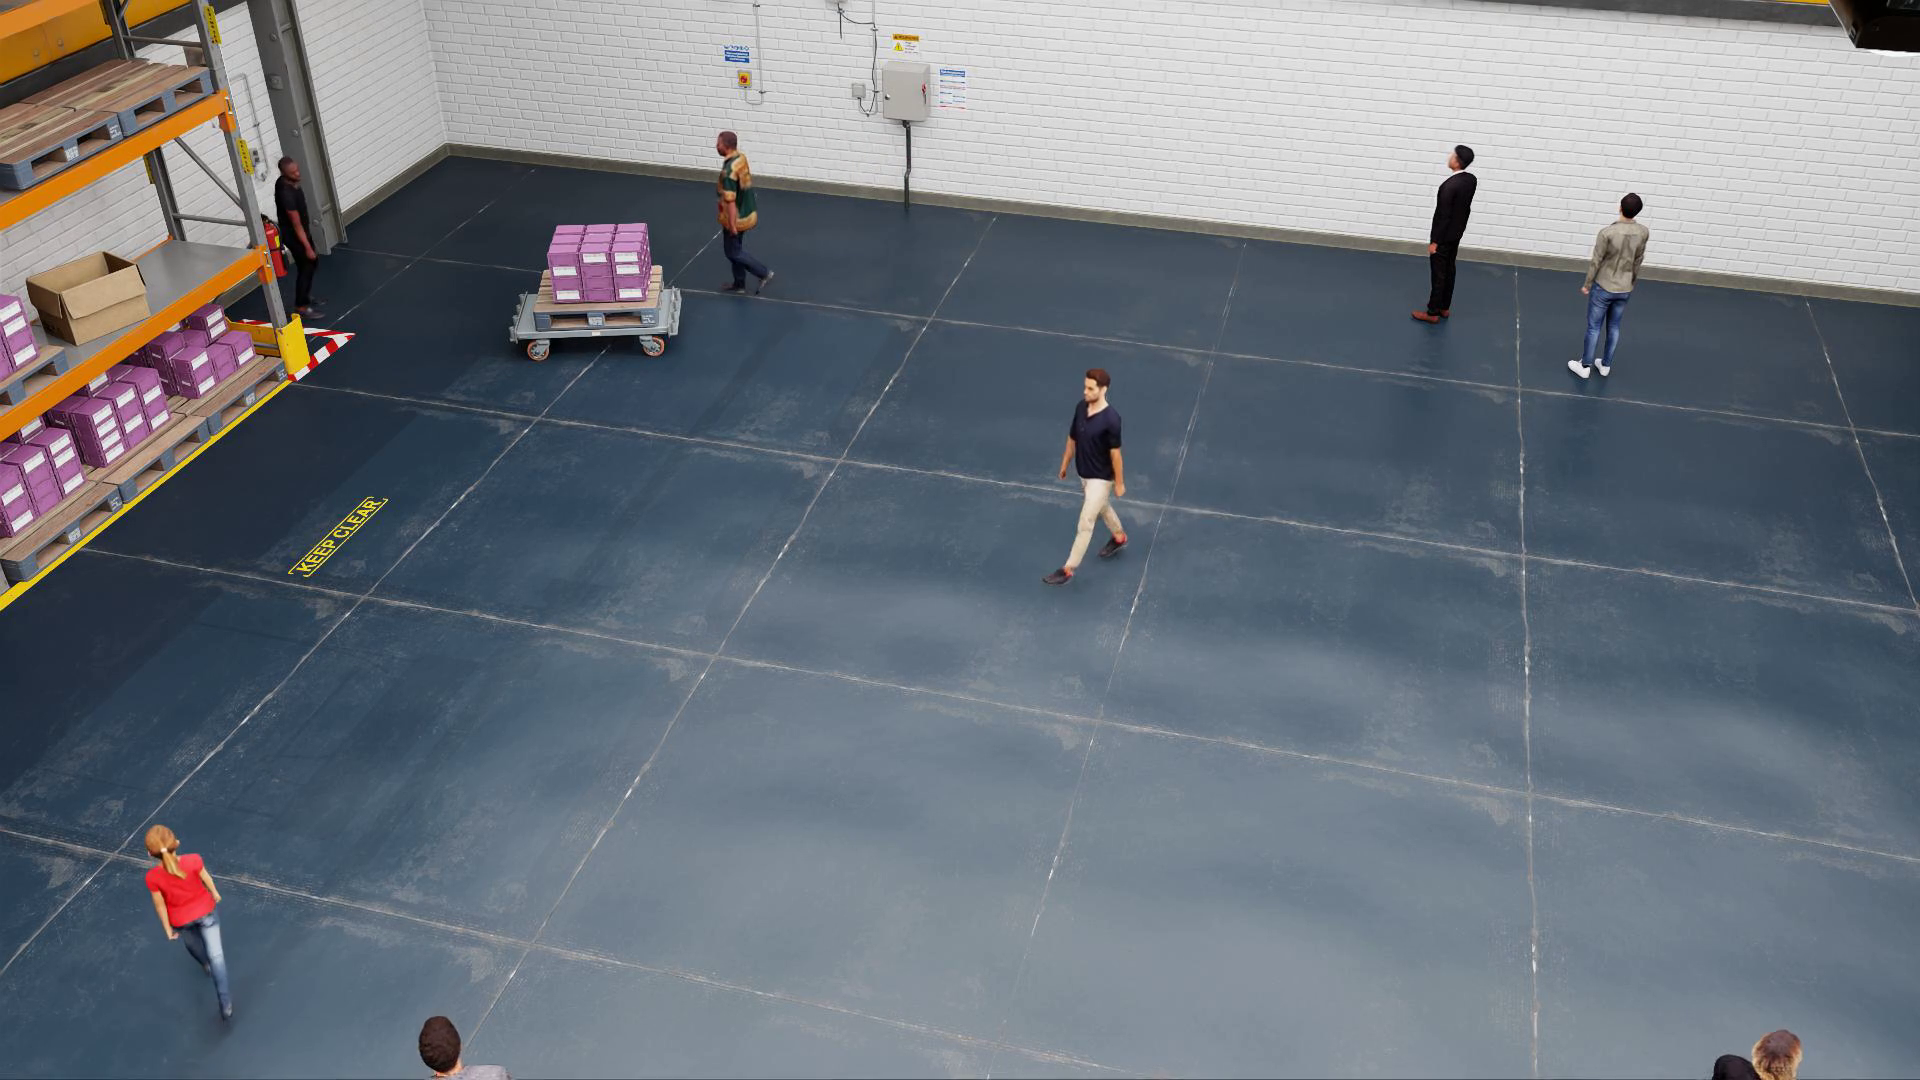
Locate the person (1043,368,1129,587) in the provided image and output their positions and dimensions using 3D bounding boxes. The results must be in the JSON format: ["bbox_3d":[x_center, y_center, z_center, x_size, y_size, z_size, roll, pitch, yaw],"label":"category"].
[{"bbox_3d":[1.136,-0.538,13.138,1.267,1.807,1.151,-21,39,-29],"label":"person"}]

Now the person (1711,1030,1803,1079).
[{"bbox_3d":[3.646,2.991,7.960,0.709,1.661,0.729,28,43,35],"label":"person"}]

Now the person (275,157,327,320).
[{"bbox_3d":[-6.790,-3.058,16.955,0.935,1.778,0.795,-18,37,-24],"label":"person"}]

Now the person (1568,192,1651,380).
[{"bbox_3d":[6.243,-2.424,15.922,0.786,1.865,0.754,-5,34,-8],"label":"person"}]

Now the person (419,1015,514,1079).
[{"bbox_3d":[-2.262,2.990,7.788,1.073,1.853,1.159,-16,37,-22],"label":"person"}]

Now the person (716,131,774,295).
[{"bbox_3d":[-2.275,-3.413,17.474,0.799,1.795,0.843,5,34,7],"label":"person"}]

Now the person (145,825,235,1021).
[{"bbox_3d":[-4.371,2.187,9.504,0.816,1.291,0.934,-14,36,-20],"label":"person"}]

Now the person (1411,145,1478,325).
[{"bbox_3d":[4.982,-3.124,16.959,0.695,1.883,0.834,-28,43,-36],"label":"person"}]
